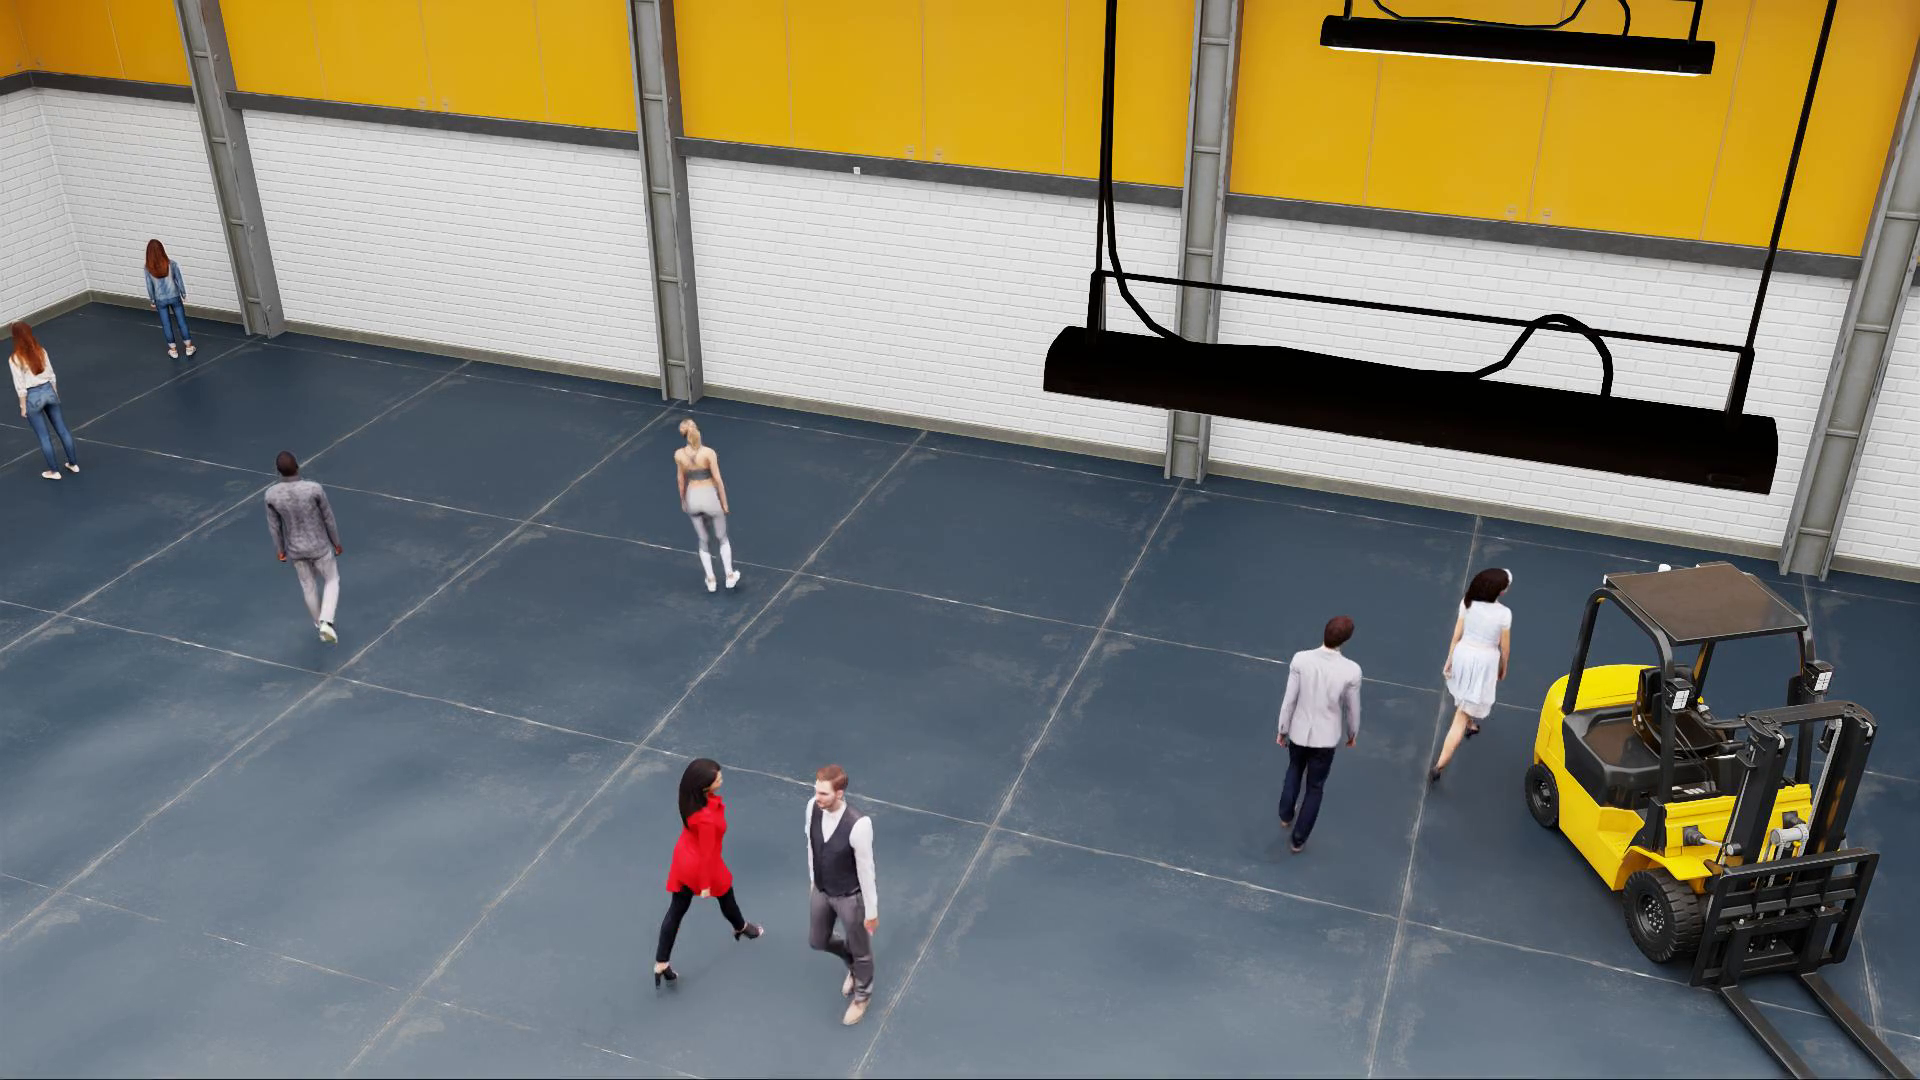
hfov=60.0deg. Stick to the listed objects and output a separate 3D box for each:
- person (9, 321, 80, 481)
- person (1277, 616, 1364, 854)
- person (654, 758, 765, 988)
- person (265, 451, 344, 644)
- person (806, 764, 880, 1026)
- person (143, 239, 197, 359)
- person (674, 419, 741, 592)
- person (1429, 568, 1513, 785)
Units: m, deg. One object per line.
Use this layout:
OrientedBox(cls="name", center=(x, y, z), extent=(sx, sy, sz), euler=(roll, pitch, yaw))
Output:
OrientedBox(cls="person", center=(-9.549, -1.460, 17.278), extent=(0.576, 1.728, 0.623), euler=(18, 33, 29))
OrientedBox(cls="person", center=(2.506, 1.422, 11.912), extent=(0.706, 1.808, 0.784), euler=(8, 30, 14))
OrientedBox(cls="person", center=(-1.747, 2.148, 10.704), extent=(1.041, 1.690, 1.104), euler=(-21, 35, -33))
OrientedBox(cls="person", center=(-5.610, 0.109, 14.298), extent=(0.930, 1.827, 0.975), euler=(-5, 29, -10))
OrientedBox(cls="person", center=(-0.694, 2.150, 10.452), extent=(0.747, 1.927, 0.887), euler=(17, 33, 28))
OrientedBox(cls="person", center=(-9.658, -2.948, 20.268), extent=(0.623, 1.477, 0.684), euler=(-12, 31, -21))
OrientedBox(cls="person", center=(-2.333, -0.300, 15.208), extent=(0.571, 1.675, 0.773), euler=(8, 30, 14))
OrientedBox(cls="person", center=(3.865, 1.082, 12.600), extent=(1.215, 1.746, 0.891), euler=(17, 33, 28))
